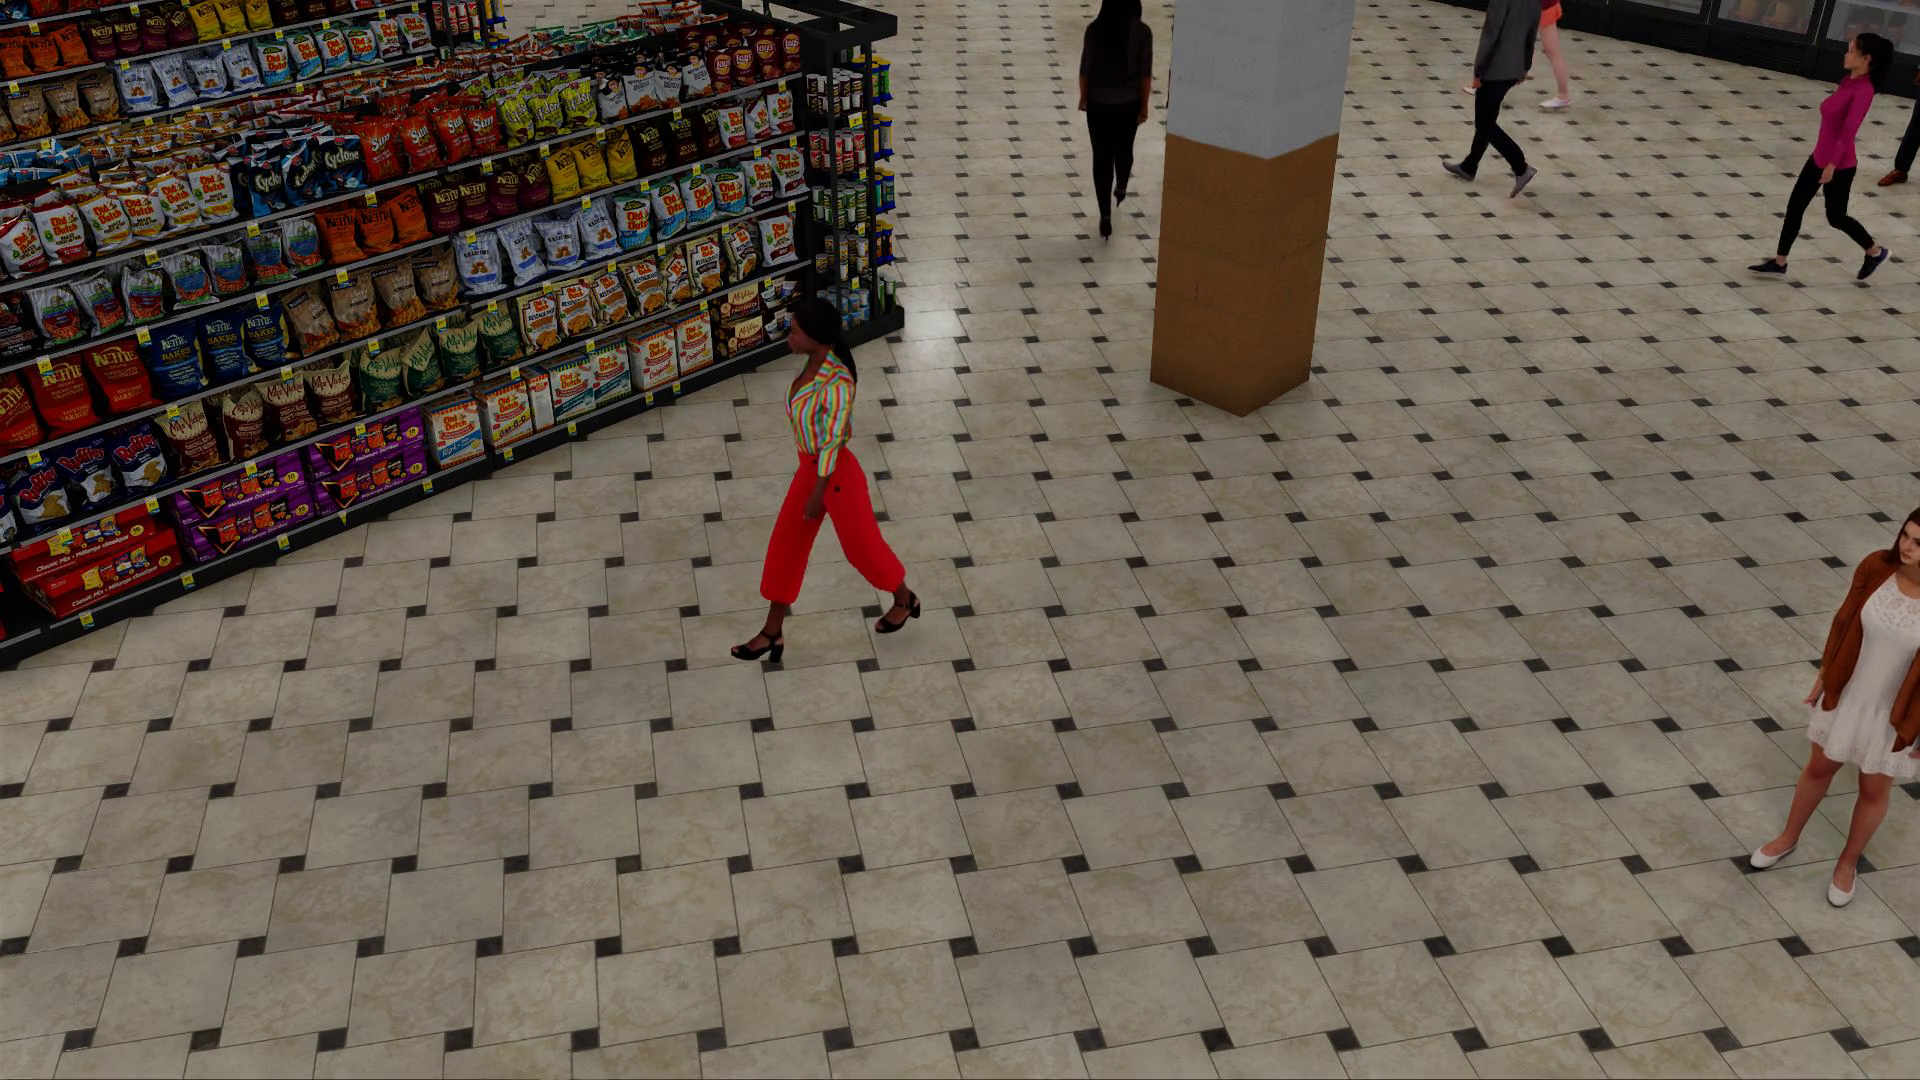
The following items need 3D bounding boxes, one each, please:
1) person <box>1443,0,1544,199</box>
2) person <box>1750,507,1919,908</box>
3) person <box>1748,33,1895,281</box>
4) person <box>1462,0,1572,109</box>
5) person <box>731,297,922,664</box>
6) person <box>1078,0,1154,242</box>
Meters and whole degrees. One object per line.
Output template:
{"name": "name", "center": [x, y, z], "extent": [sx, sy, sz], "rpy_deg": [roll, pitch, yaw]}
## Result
{"name": "person", "center": [4.130, -3.497, 12.499], "extent": [1.136, 1.841, 0.875], "rpy_deg": [-21, 38, -30]}
{"name": "person", "center": [3.352, 0.576, 6.073], "extent": [0.560, 1.714, 0.600], "rpy_deg": [-26, 40, -35]}
{"name": "person", "center": [5.880, -2.475, 11.015], "extent": [1.063, 1.672, 1.056], "rpy_deg": [3, 32, 4]}
{"name": "person", "center": [5.081, -4.520, 14.277], "extent": [1.132, 1.700, 1.106], "rpy_deg": [1, 32, 2]}
{"name": "person", "center": [-0.480, -0.225, 7.329], "extent": [1.216, 1.746, 0.831], "rpy_deg": [-15, 35, -22]}
{"name": "person", "center": [1.086, -2.993, 11.737], "extent": [1.122, 1.790, 1.217], "rpy_deg": [2, 32, 3]}
